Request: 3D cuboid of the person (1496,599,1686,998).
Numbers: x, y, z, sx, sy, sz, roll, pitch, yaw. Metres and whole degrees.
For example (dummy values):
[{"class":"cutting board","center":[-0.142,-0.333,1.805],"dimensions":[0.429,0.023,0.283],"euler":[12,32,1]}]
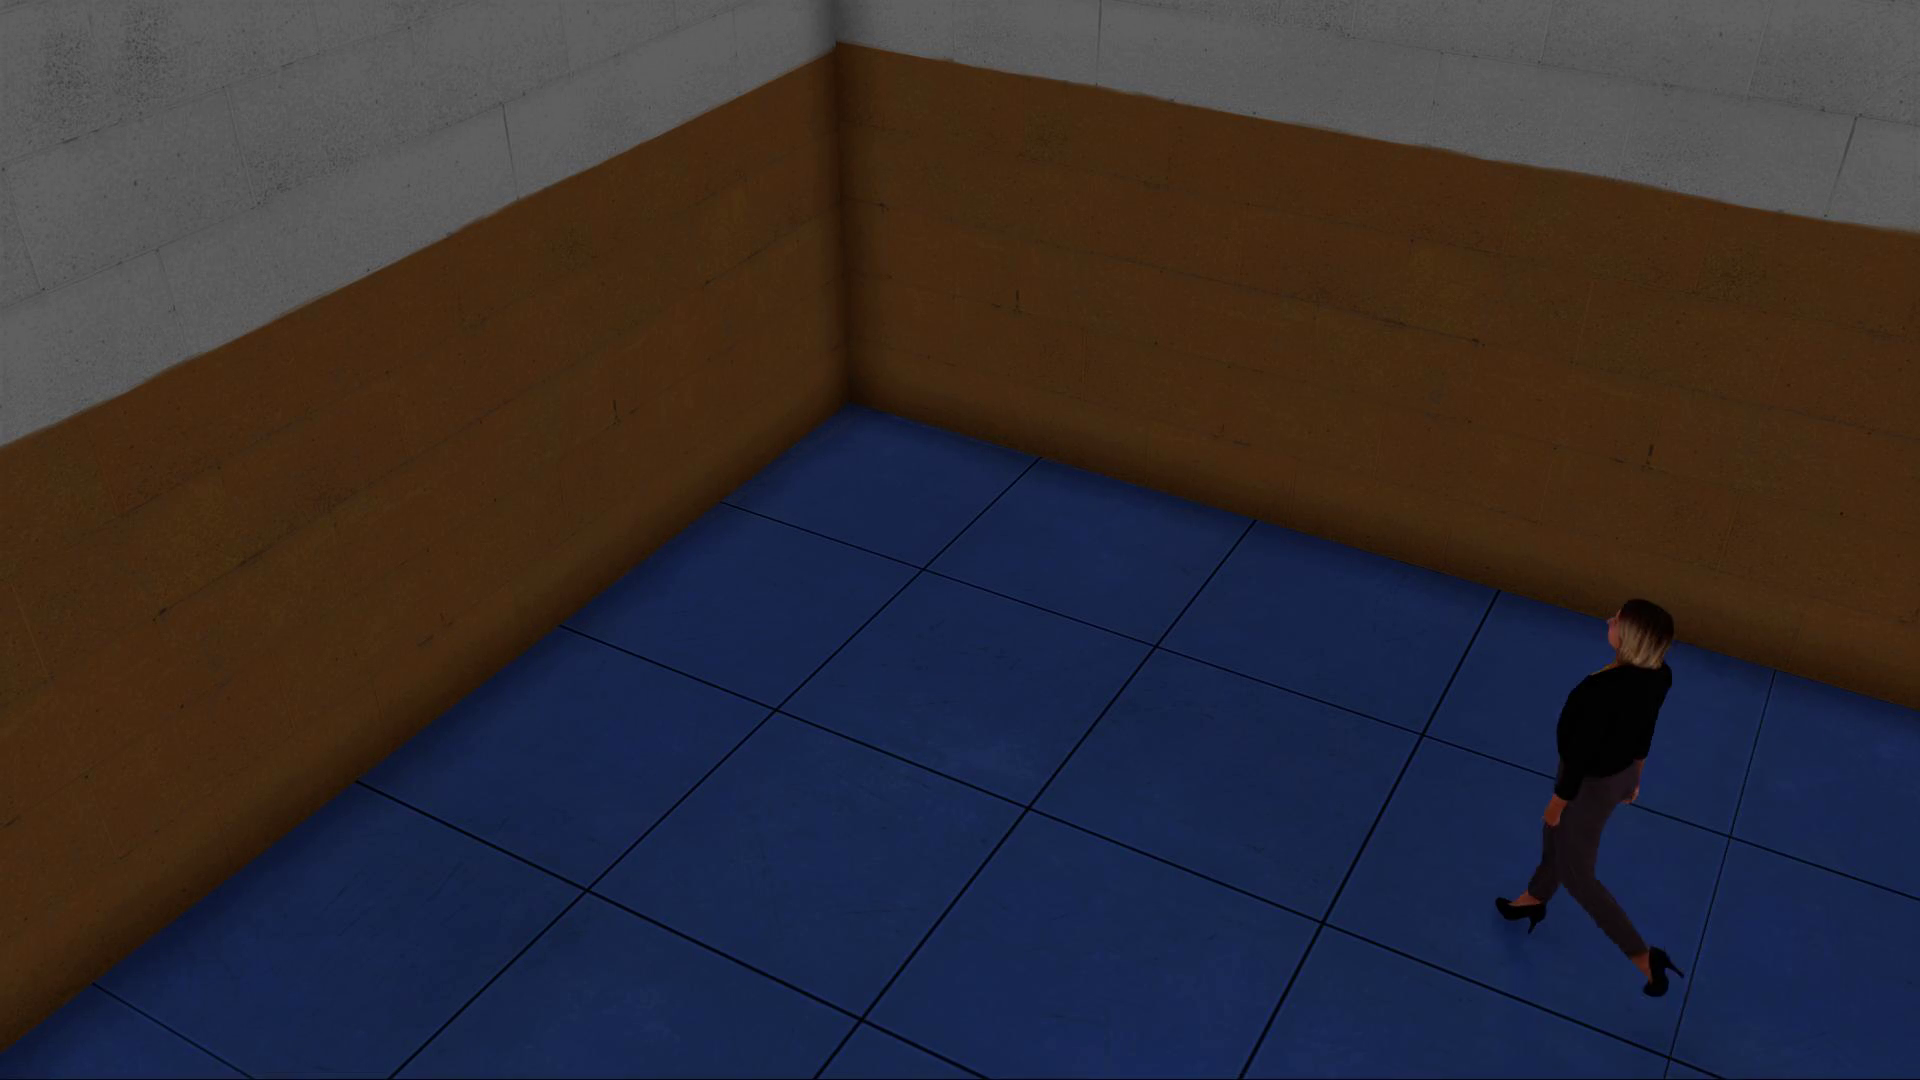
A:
[{"class":"person","center":[2.360,0.970,6.011],"dimensions":[1.010,1.646,0.853],"euler":[-26,42,-34]}]
